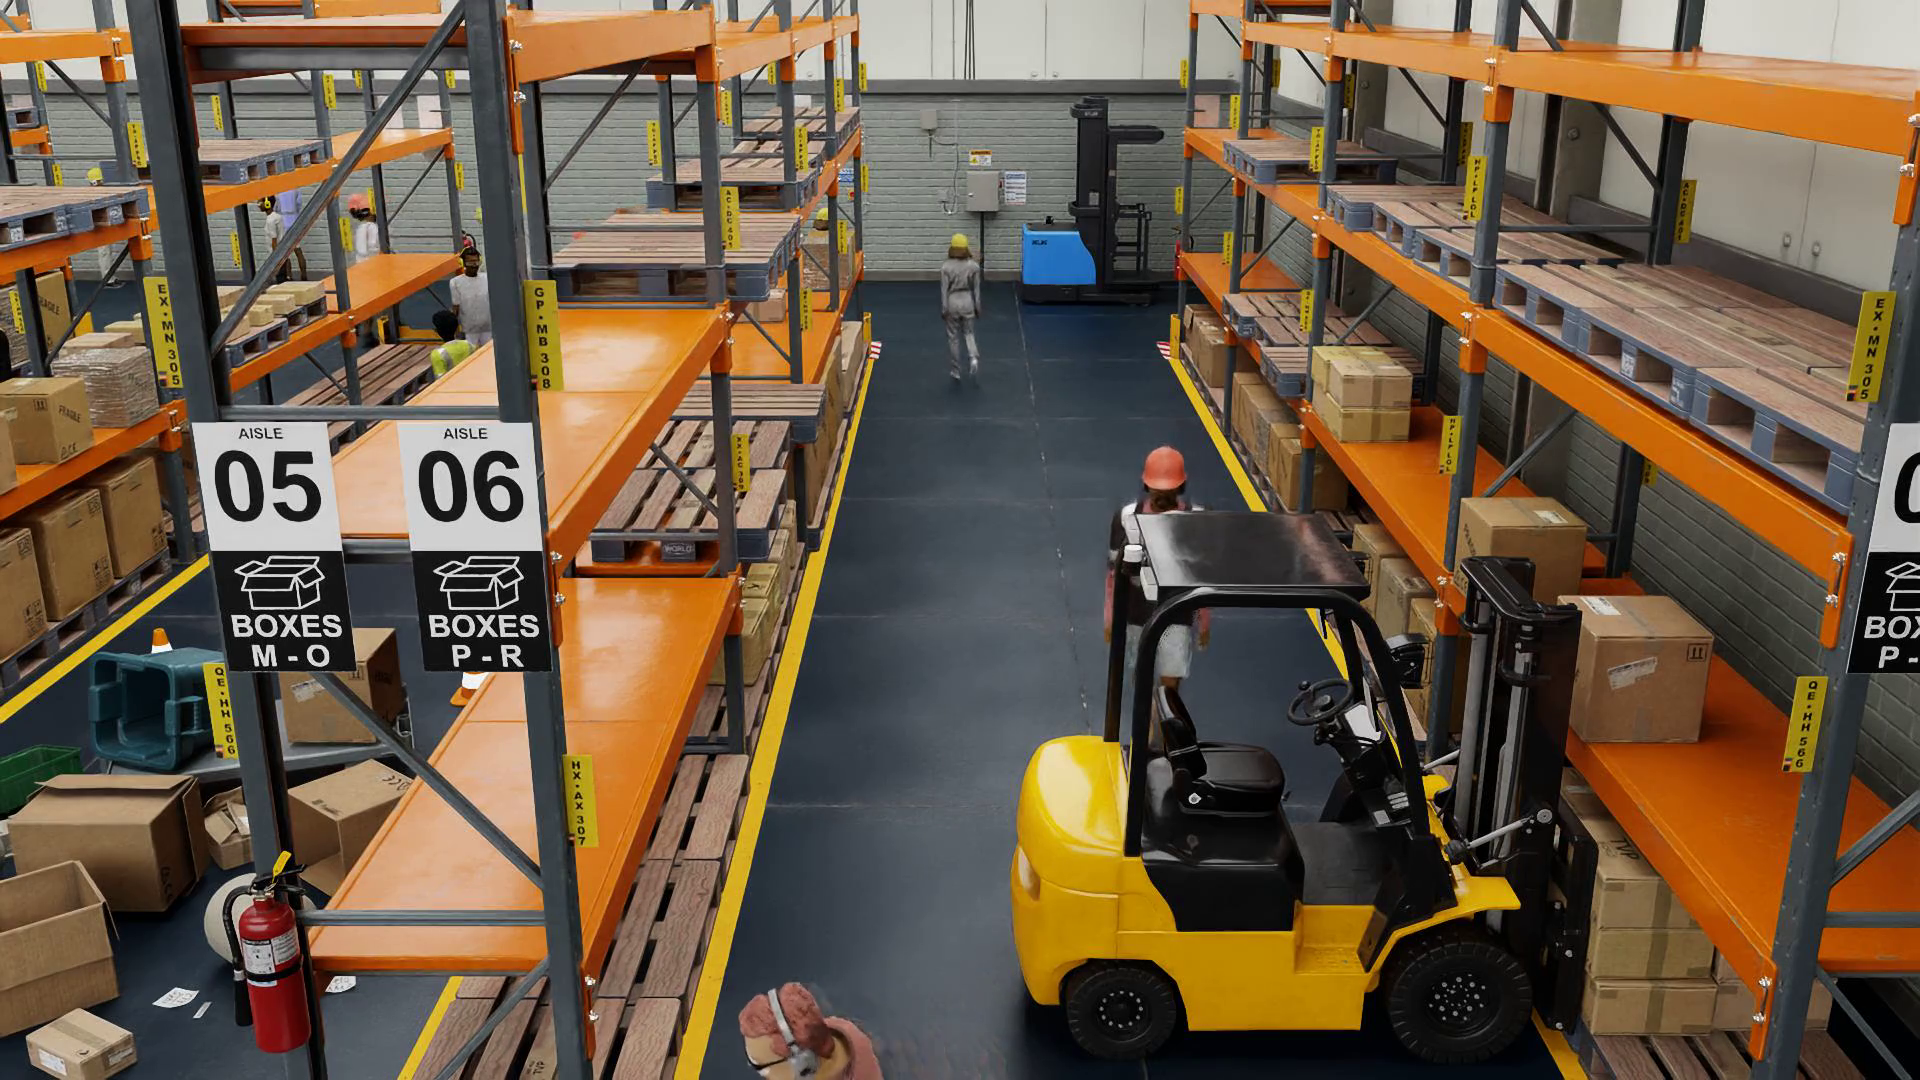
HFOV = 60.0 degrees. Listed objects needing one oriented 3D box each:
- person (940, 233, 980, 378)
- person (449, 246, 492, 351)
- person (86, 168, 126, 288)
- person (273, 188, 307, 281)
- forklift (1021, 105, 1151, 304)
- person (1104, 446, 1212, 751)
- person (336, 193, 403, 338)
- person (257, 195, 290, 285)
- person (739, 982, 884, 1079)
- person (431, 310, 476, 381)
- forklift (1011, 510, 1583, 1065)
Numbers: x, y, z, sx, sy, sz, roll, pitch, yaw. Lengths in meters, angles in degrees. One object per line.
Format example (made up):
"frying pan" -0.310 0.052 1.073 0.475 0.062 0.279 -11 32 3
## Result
"person" 0.005 -2.738 19.581 0.486 1.729 0.460 -5 19 -15
"person" -5.171 -2.221 17.818 0.499 1.861 0.327 -14 23 -36
"person" -13.219 -4.816 25.696 0.404 1.831 0.600 -6 19 -17
"person" -10.345 -4.812 25.519 0.375 1.935 0.550 16 24 40
"forklift" 1.857 -4.944 24.441 1.873 2.768 1.129 0 18 0
"person" 1.153 0.407 9.640 0.615 2.006 0.996 5 19 14
"person" -7.883 -3.634 22.041 0.897 1.890 0.557 -5 19 -14
"person" -9.274 -3.800 22.591 0.329 1.861 0.507 -5 19 -15
"person" -0.406 2.064 4.827 0.559 1.871 0.718 -1 18 -3
"person" -4.577 -1.247 15.125 0.322 1.692 0.531 8 20 23
"forklift" 1.387 1.055 7.378 2.313 2.155 1.214 0 18 0
